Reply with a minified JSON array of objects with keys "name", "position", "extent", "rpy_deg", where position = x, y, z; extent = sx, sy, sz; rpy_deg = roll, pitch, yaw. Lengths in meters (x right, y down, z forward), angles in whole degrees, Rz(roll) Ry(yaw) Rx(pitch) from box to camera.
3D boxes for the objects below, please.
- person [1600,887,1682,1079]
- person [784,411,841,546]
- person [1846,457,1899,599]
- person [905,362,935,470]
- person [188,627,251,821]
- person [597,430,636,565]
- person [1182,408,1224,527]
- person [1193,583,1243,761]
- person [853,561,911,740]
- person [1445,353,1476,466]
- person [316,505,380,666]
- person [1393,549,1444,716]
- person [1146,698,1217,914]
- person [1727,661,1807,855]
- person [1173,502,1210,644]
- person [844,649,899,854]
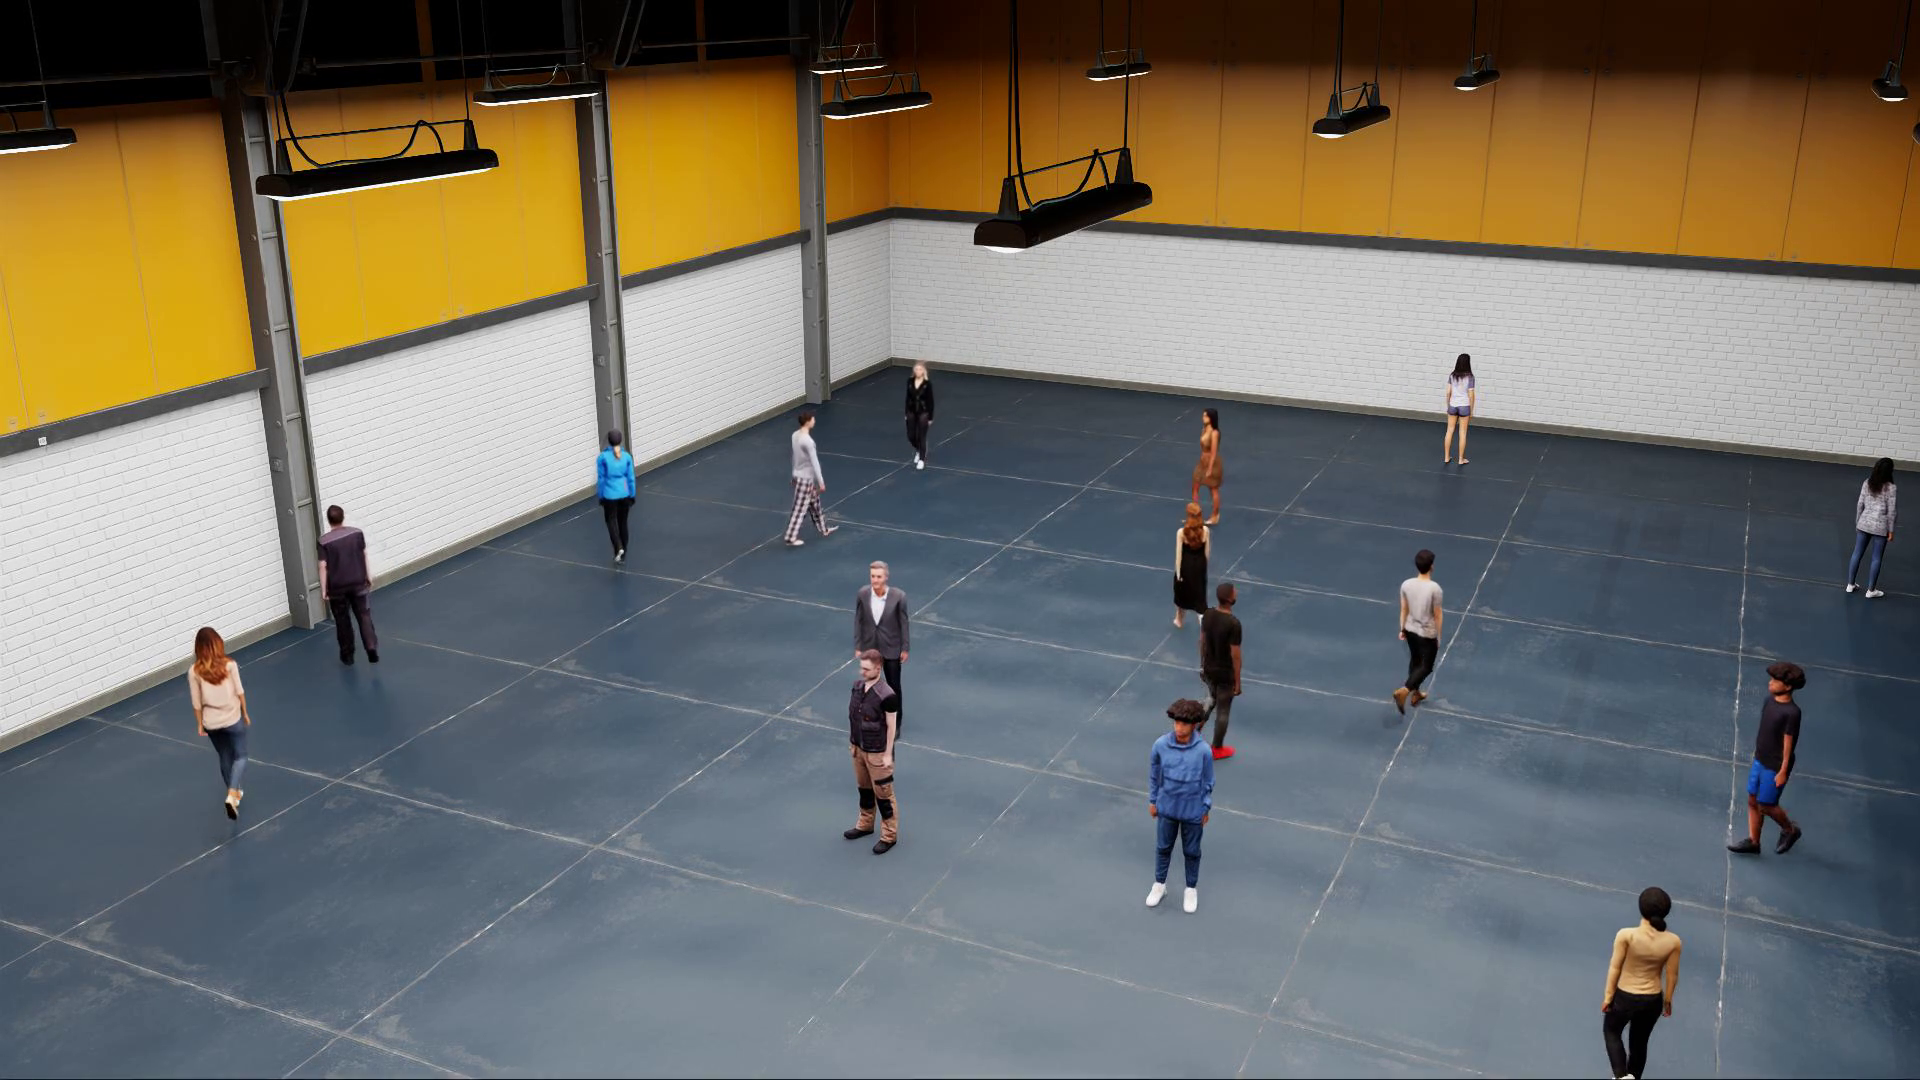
[{"name":"person","position":[4.429,3.040,10.842],"extent":[0.709,1.649,0.804],"rpy_deg":[3,19,9]},{"name":"person","position":[-2.133,-0.784,21.937],"extent":[1.189,1.816,1.058],"rpy_deg":[-10,21,-27]},{"name":"person","position":[11.125,-0.170,20.245],"extent":[0.701,1.732,0.694],"rpy_deg":[-11,22,-30]},{"name":"person","position":[-0.601,-1.930,25.563],"extent":[0.673,1.674,0.689],"rpy_deg":[6,19,16]},{"name":"person","position":[-6.552,1.654,14.771],"extent":[0.949,1.770,1.055],"rpy_deg":[-5,19,-14]},{"name":"person","position":[-4.370,-0.512,21.186],"extent":[0.872,1.780,0.947],"rpy_deg":[-5,19,-14]},{"name":"person","position":[3.490,-0.957,22.794],"extent":[0.877,1.596,0.814],"rpy_deg":[-7,20,-20]},{"name":"person","position":[2.407,1.279,15.843],"extent":[0.929,1.796,0.843],"rpy_deg":[-14,23,-35]},{"name":"person","position":[-0.775,1.064,16.413],"extent":[0.785,1.839,0.691],"rpy_deg":[3,19,9]},{"name":"person","position":[7.757,-2.048,25.819],"extent":[0.627,1.734,0.567],"rpy_deg":[14,23,35]},{"name":"person","position":[-6.607,0.526,18.025],"extent":[1.032,1.831,1.046],"rpy_deg":[-12,22,-32]},{"name":"person","position":[4.651,0.962,16.942],"extent":[1.045,1.695,0.846],"rpy_deg":[-16,24,-39]},{"name":"person","position":[1.776,2.109,13.359],"extent":[0.703,1.808,0.593],"rpy_deg":[6,19,17]},{"name":"person","position":[6.961,1.876,14.085],"extent":[0.889,1.786,0.877],"rpy_deg":[-2,19,-5]},{"name":"person","position":[2.660,0.383,18.823],"extent":[0.923,1.591,1.125],"rpy_deg":[-2,19,-6]},{"name":"person","position":[-0.732,1.771,14.308],"extent":[0.726,1.843,0.761],"rpy_deg":[-17,25,-41]}]
